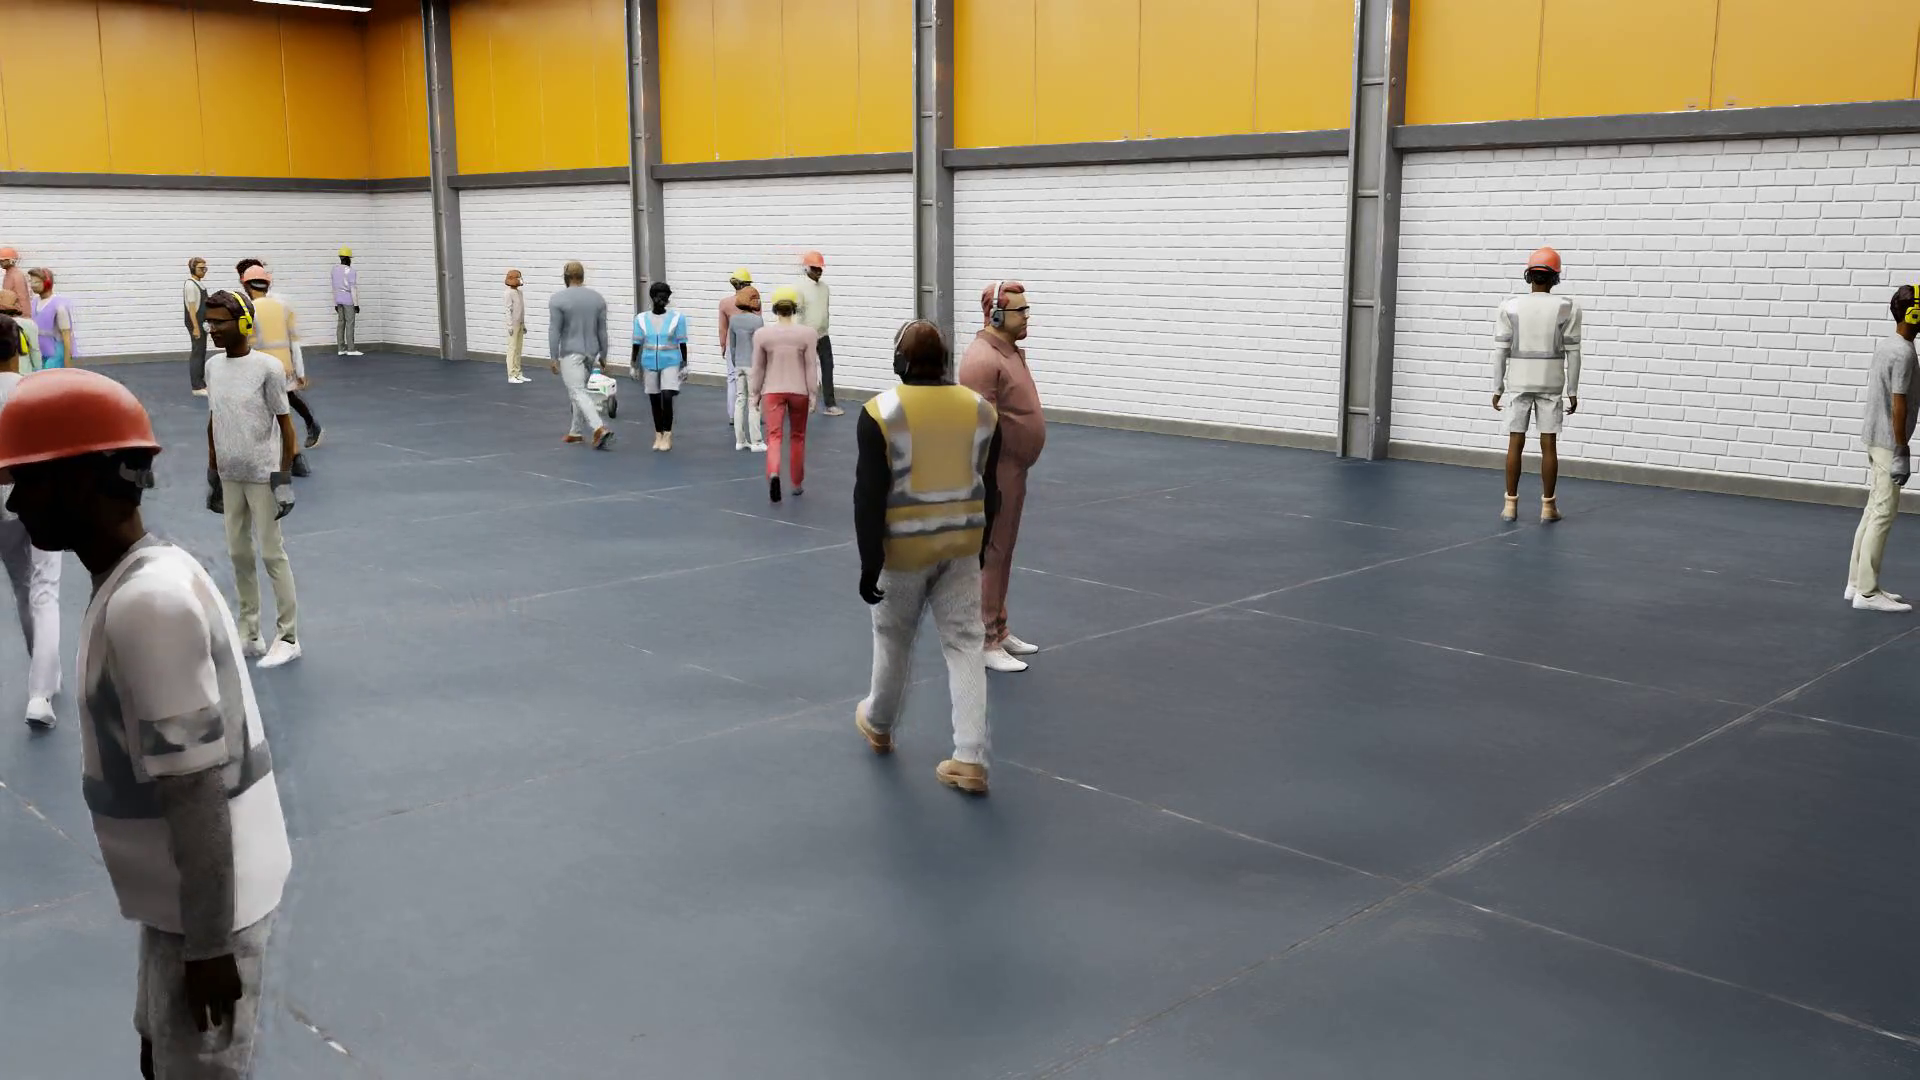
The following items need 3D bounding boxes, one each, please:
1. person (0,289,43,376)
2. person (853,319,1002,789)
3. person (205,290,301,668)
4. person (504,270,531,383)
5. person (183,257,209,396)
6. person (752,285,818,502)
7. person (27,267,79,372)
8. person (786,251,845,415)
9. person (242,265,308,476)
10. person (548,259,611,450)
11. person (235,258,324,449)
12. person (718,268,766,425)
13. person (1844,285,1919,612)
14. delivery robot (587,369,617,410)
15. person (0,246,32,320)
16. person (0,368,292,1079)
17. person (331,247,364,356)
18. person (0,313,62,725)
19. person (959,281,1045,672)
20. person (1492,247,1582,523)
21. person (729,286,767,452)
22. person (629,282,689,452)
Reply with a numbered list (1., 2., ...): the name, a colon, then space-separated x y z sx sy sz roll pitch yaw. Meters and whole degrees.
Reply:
1. person: -8.859 -1.522 15.578 0.500 1.632 0.274 -1 10 -8
2. person: -0.141 0.040 6.577 0.652 1.798 0.942 -5 11 -24
3. person: -3.522 -0.296 8.230 0.535 1.868 0.309 4 11 21
4. person: -6.439 -3.097 24.135 0.280 1.636 0.504 2 11 9
5. person: -10.141 -2.840 22.170 0.339 1.842 0.507 -2 11 -12
6. person: -1.412 -1.175 13.394 0.532 1.742 0.779 0 10 -2
7. person: -9.084 -1.835 16.746 0.579 1.822 0.703 8 13 39
8. person: -1.814 -2.476 19.895 0.963 1.958 0.630 9 14 41
9. person: -6.173 -1.506 14.849 1.019 1.865 0.552 7 12 32
10. person: -3.788 -1.860 16.701 0.987 1.899 0.652 10 14 43
11. person: -6.708 -1.794 16.275 0.660 1.922 0.972 5 11 23
12. person: -2.451 -2.166 18.713 0.525 1.765 0.329 3 11 14
13. person: 5.318 -0.521 9.488 0.316 1.862 0.514 4 11 18
14. delivery robot: -4.278 -1.777 19.633 0.477 0.478 0.707 0 10 -1
15. person: -13.402 -3.153 23.510 0.642 1.970 0.694 10 14 44
16. person: -1.383 0.633 3.094 0.666 1.910 0.598 -6 12 -28
17. person: -10.906 -4.237 29.587 0.588 1.918 0.397 6 12 31
18. person: -4.141 -0.106 7.396 0.553 1.813 1.035 -4 11 -23
19. person: 0.220 -0.320 8.252 0.406 1.911 0.639 2 11 13
20. person: 4.293 -1.149 12.402 0.615 2.041 0.386 4 11 22
21. person: -2.077 -1.692 16.476 0.499 1.634 0.281 9 14 42
22. person: -2.969 -1.689 16.338 0.572 1.666 0.609 1 10 6
